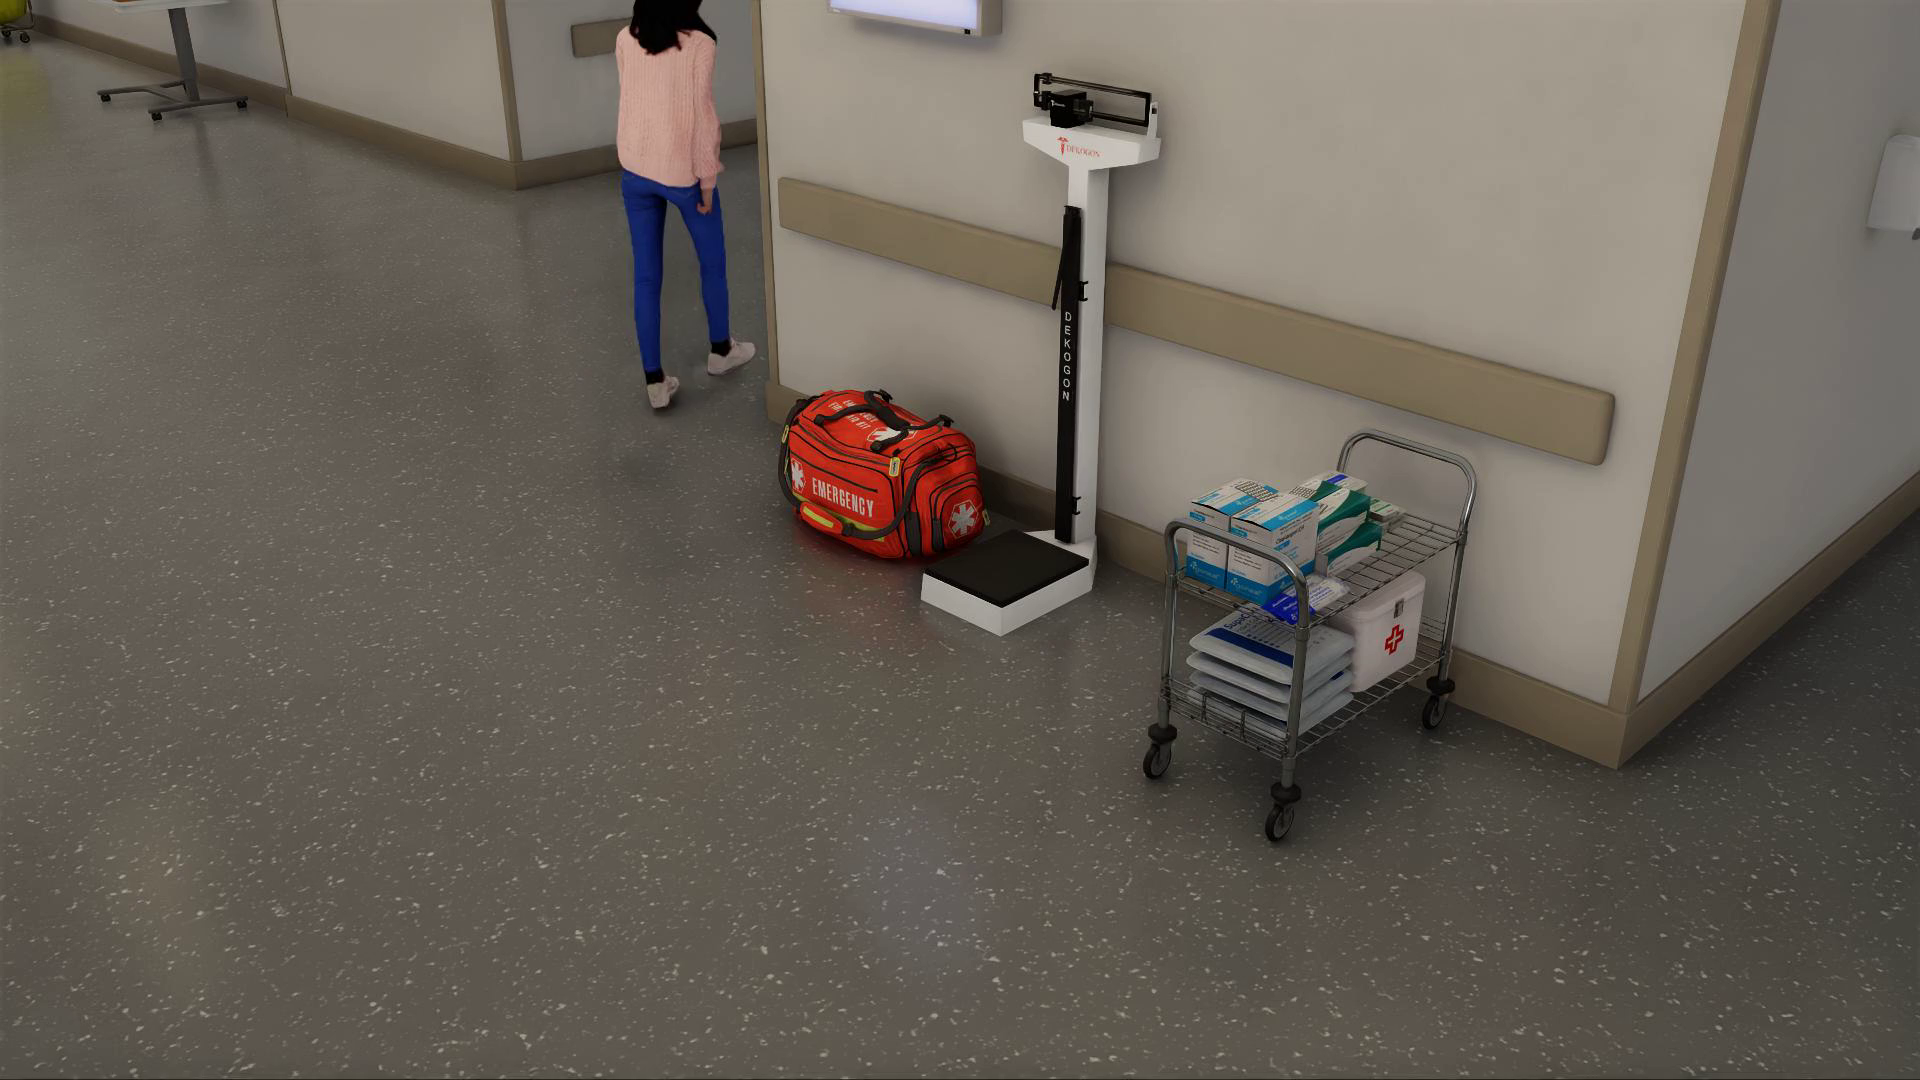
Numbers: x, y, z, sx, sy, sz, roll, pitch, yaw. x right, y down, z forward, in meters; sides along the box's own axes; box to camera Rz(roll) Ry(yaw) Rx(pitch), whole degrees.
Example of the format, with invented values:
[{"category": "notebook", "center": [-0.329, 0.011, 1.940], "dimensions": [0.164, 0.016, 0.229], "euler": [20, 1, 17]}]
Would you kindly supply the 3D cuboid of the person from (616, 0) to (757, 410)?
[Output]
[{"category": "person", "center": [-1.163, -1.336, 6.401], "dimensions": [0.953, 1.727, 0.944], "euler": [7, 27, 15]}]
